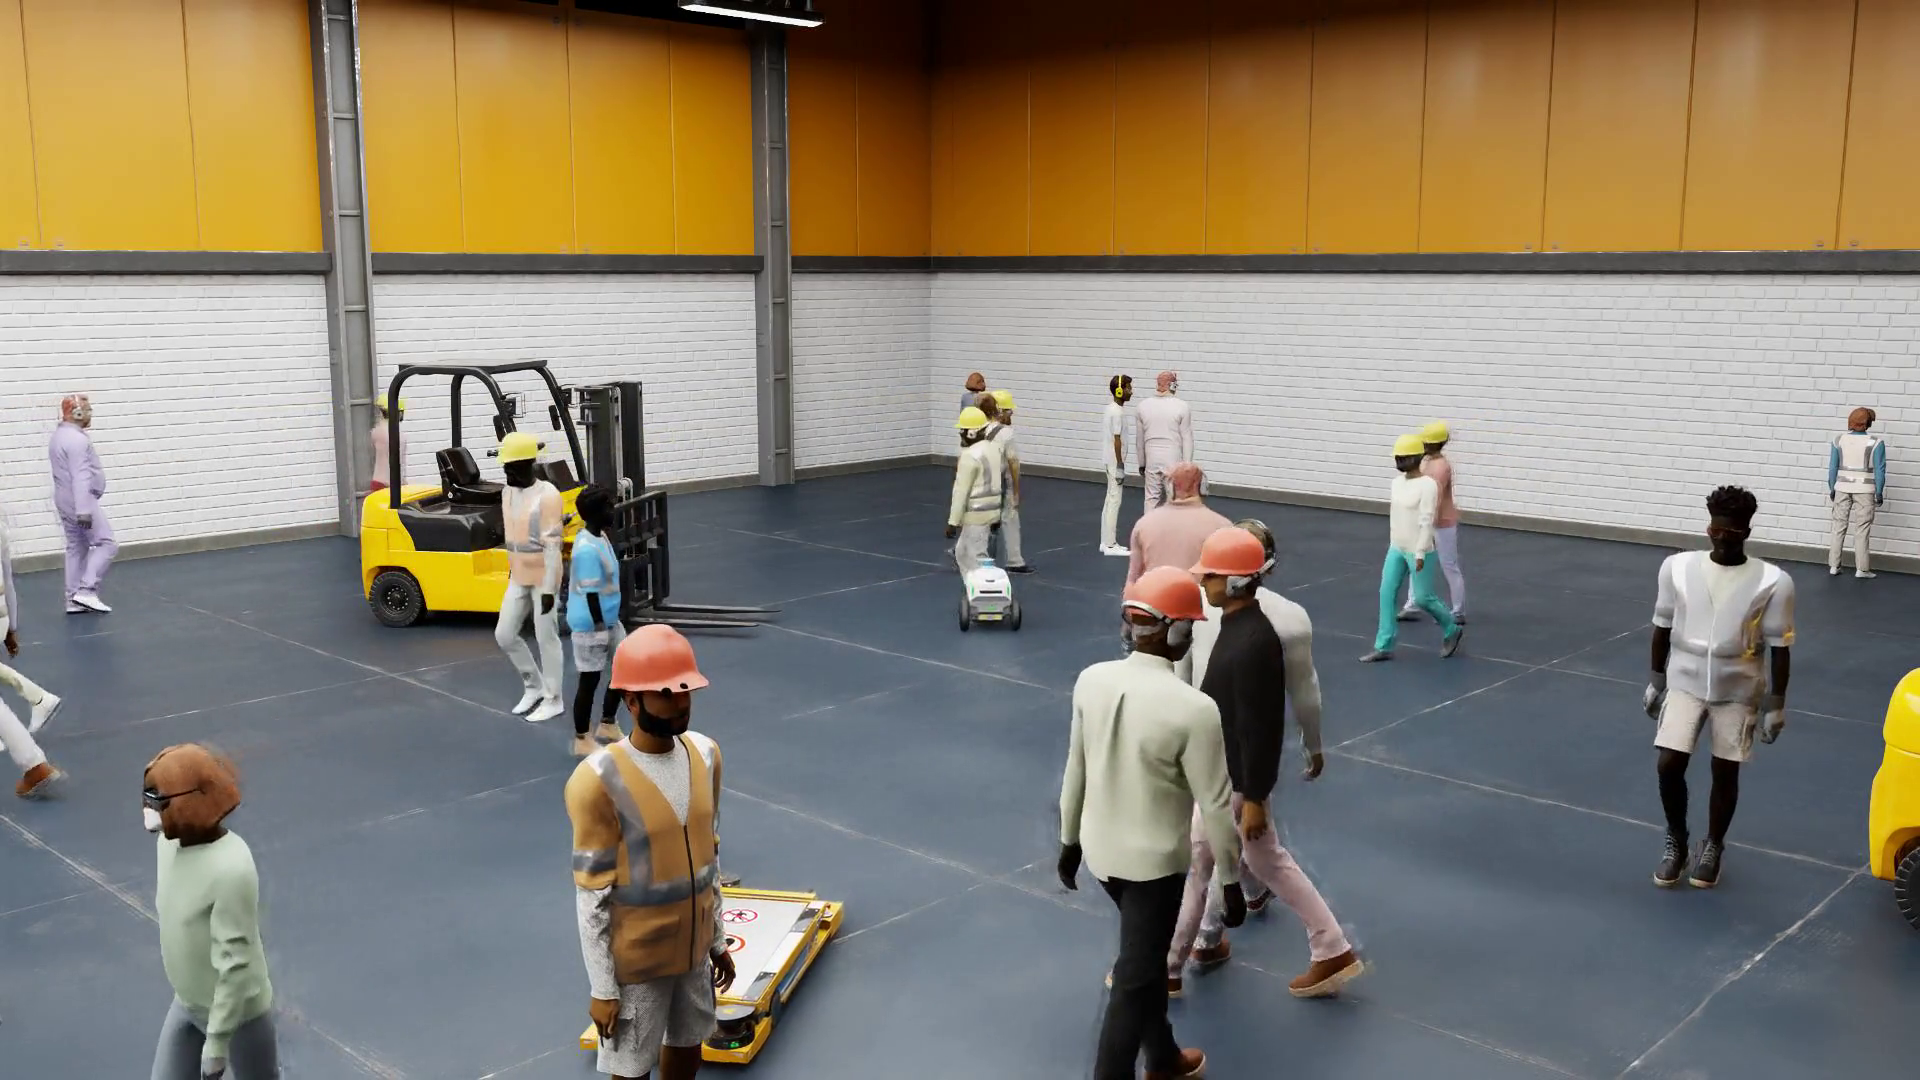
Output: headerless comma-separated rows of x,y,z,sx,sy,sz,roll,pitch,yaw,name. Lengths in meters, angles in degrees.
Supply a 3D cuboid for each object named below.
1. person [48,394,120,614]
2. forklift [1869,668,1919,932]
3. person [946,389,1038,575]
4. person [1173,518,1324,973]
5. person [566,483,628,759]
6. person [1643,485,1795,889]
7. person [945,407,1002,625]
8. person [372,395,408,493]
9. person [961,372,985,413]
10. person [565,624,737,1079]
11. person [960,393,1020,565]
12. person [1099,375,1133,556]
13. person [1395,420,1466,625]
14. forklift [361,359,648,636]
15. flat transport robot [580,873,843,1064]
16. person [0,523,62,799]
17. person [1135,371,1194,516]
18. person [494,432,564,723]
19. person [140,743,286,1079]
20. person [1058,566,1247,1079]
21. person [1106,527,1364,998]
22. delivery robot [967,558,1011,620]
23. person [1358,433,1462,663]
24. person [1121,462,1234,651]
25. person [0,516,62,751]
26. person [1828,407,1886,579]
-7.471,-0.297,14.184,0.465,1.887,0.684,-8,12,-40,person
5.205,0.723,7.013,2.313,2.155,1.214,9,13,43,forklift
0.310,-0.549,15.989,0.815,1.809,0.588,-2,9,-11,person
1.247,0.844,7.197,0.652,1.884,1.010,7,12,37,person
-2.126,0.493,9.971,0.487,1.677,0.559,0,9,-3,person
3.536,0.711,7.818,0.651,1.948,0.555,6,11,33,person
0.087,-0.200,13.847,0.570,1.812,0.604,3,10,18,person
-5.487,-0.567,16.339,0.527,1.737,0.817,6,11,33,person
0.208,-1.327,21.289,0.286,1.636,0.497,-8,12,-40,person
-0.871,1.198,4.869,0.352,1.942,0.545,7,11,35,person
0.281,-0.454,15.396,0.546,1.804,0.898,2,9,10,person
1.621,-0.775,17.188,0.310,1.868,0.532,-1,9,-4,person
3.869,-0.130,13.666,0.731,1.721,0.551,0,9,-1,person
-3.850,-0.407,13.936,2.313,2.155,1.214,2,9,11,forklift
-0.970,1.714,6.814,0.652,0.197,1.431,2,9,10,flat transport robot
-5.465,0.502,9.245,0.969,1.912,0.617,1,9,6,person
2.142,-0.806,17.286,0.639,1.902,0.407,6,11,31,person
-2.783,0.245,10.807,0.600,1.910,0.431,7,11,36,person
-2.221,1.385,4.753,0.520,1.593,0.816,7,12,37,person
0.700,1.057,5.671,0.873,1.950,0.688,-8,12,-39,person
1.154,0.905,6.660,1.016,1.952,0.636,2,9,9,person
0.235,0.393,13.759,0.477,0.478,0.707,0,9,-2,delivery robot
3.417,0.062,12.463,0.771,1.738,0.524,-5,10,-26,person
1.278,0.476,9.677,0.674,1.832,0.891,7,12,37,person
-5.892,0.389,10.121,0.493,1.857,0.522,-4,10,-22,person
8.555,-0.449,15.887,0.310,1.642,0.514,-7,12,-37,person
